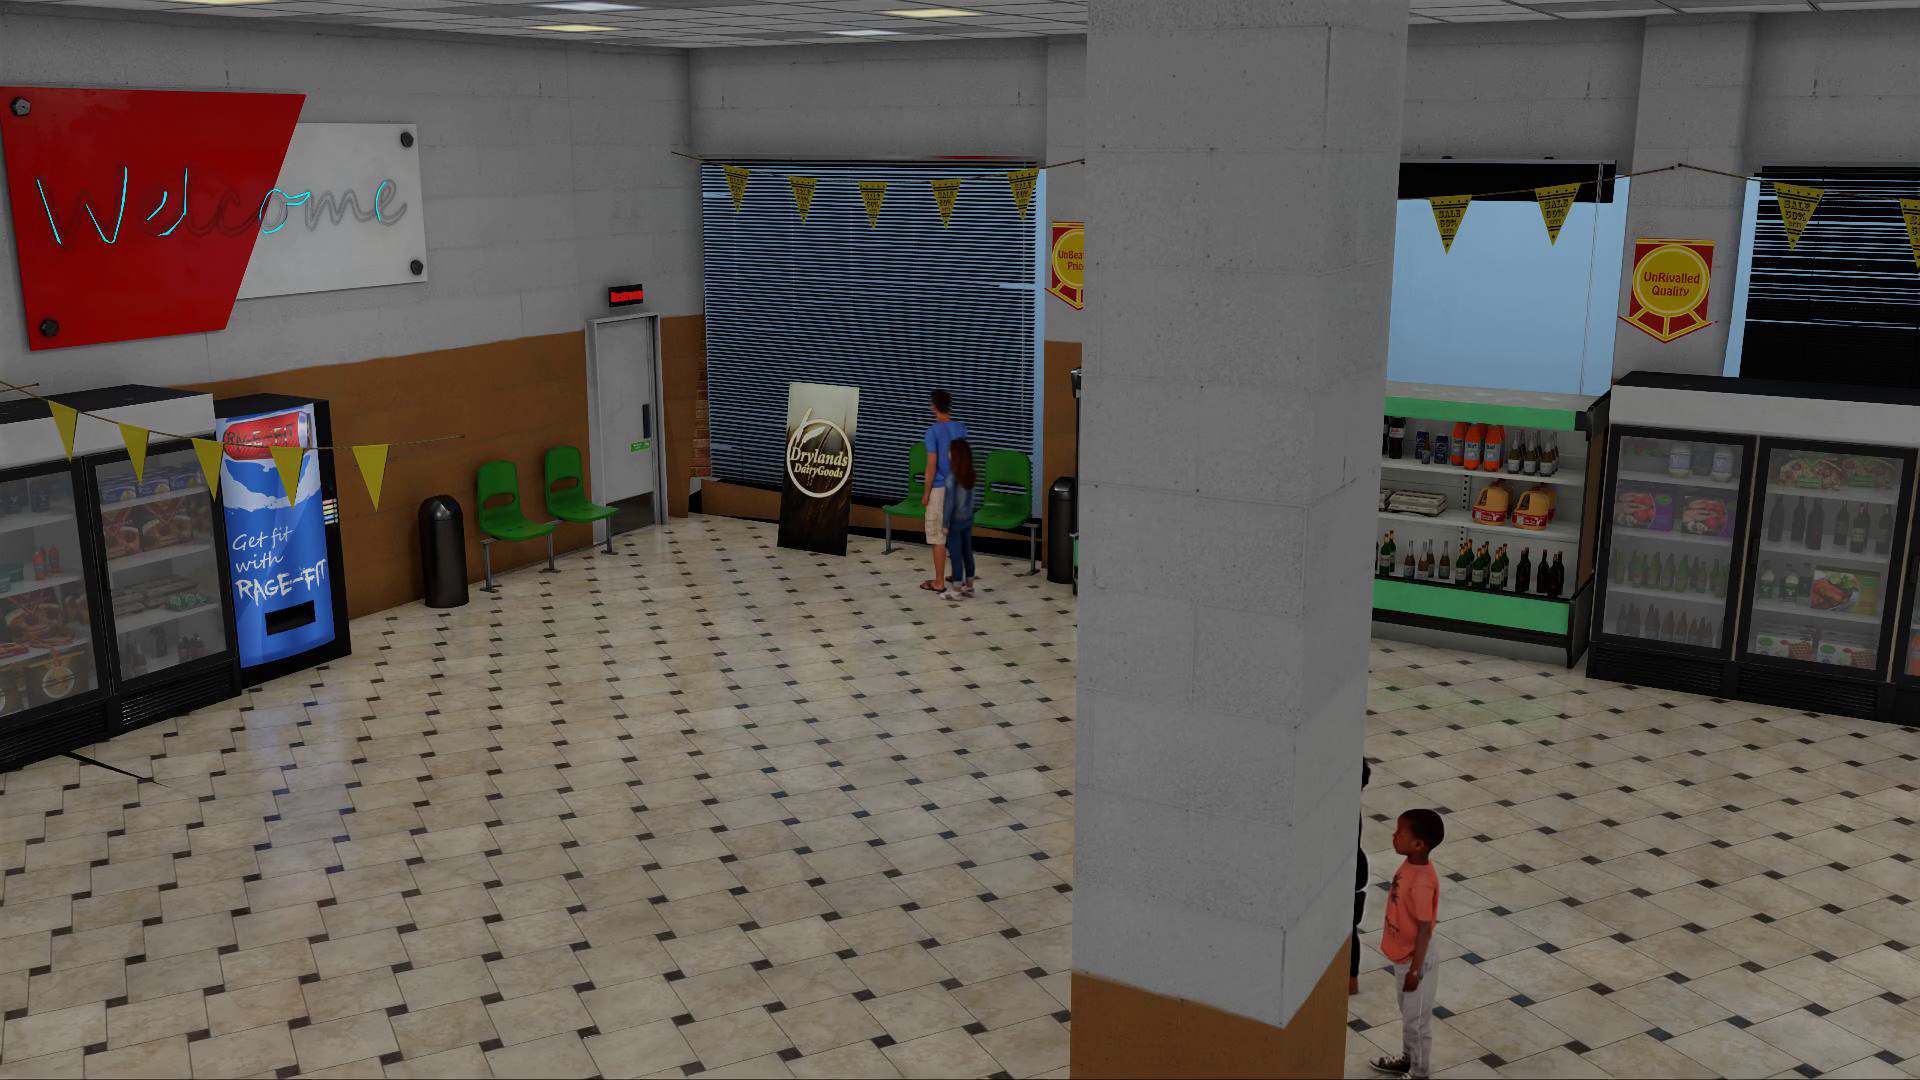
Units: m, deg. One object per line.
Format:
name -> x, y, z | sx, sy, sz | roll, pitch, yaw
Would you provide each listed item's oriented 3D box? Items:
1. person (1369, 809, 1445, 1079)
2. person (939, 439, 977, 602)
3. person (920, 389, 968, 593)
person -> 1.983, 1.787, 7.250 | 0.563, 1.310, 0.556 | 2, 14, 7
person -> 0.010, -0.188, 15.037 | 0.519, 1.478, 0.579 | 9, 16, 33
person -> -0.131, -0.467, 15.371 | 0.715, 1.864, 0.669 | -13, 18, -42
